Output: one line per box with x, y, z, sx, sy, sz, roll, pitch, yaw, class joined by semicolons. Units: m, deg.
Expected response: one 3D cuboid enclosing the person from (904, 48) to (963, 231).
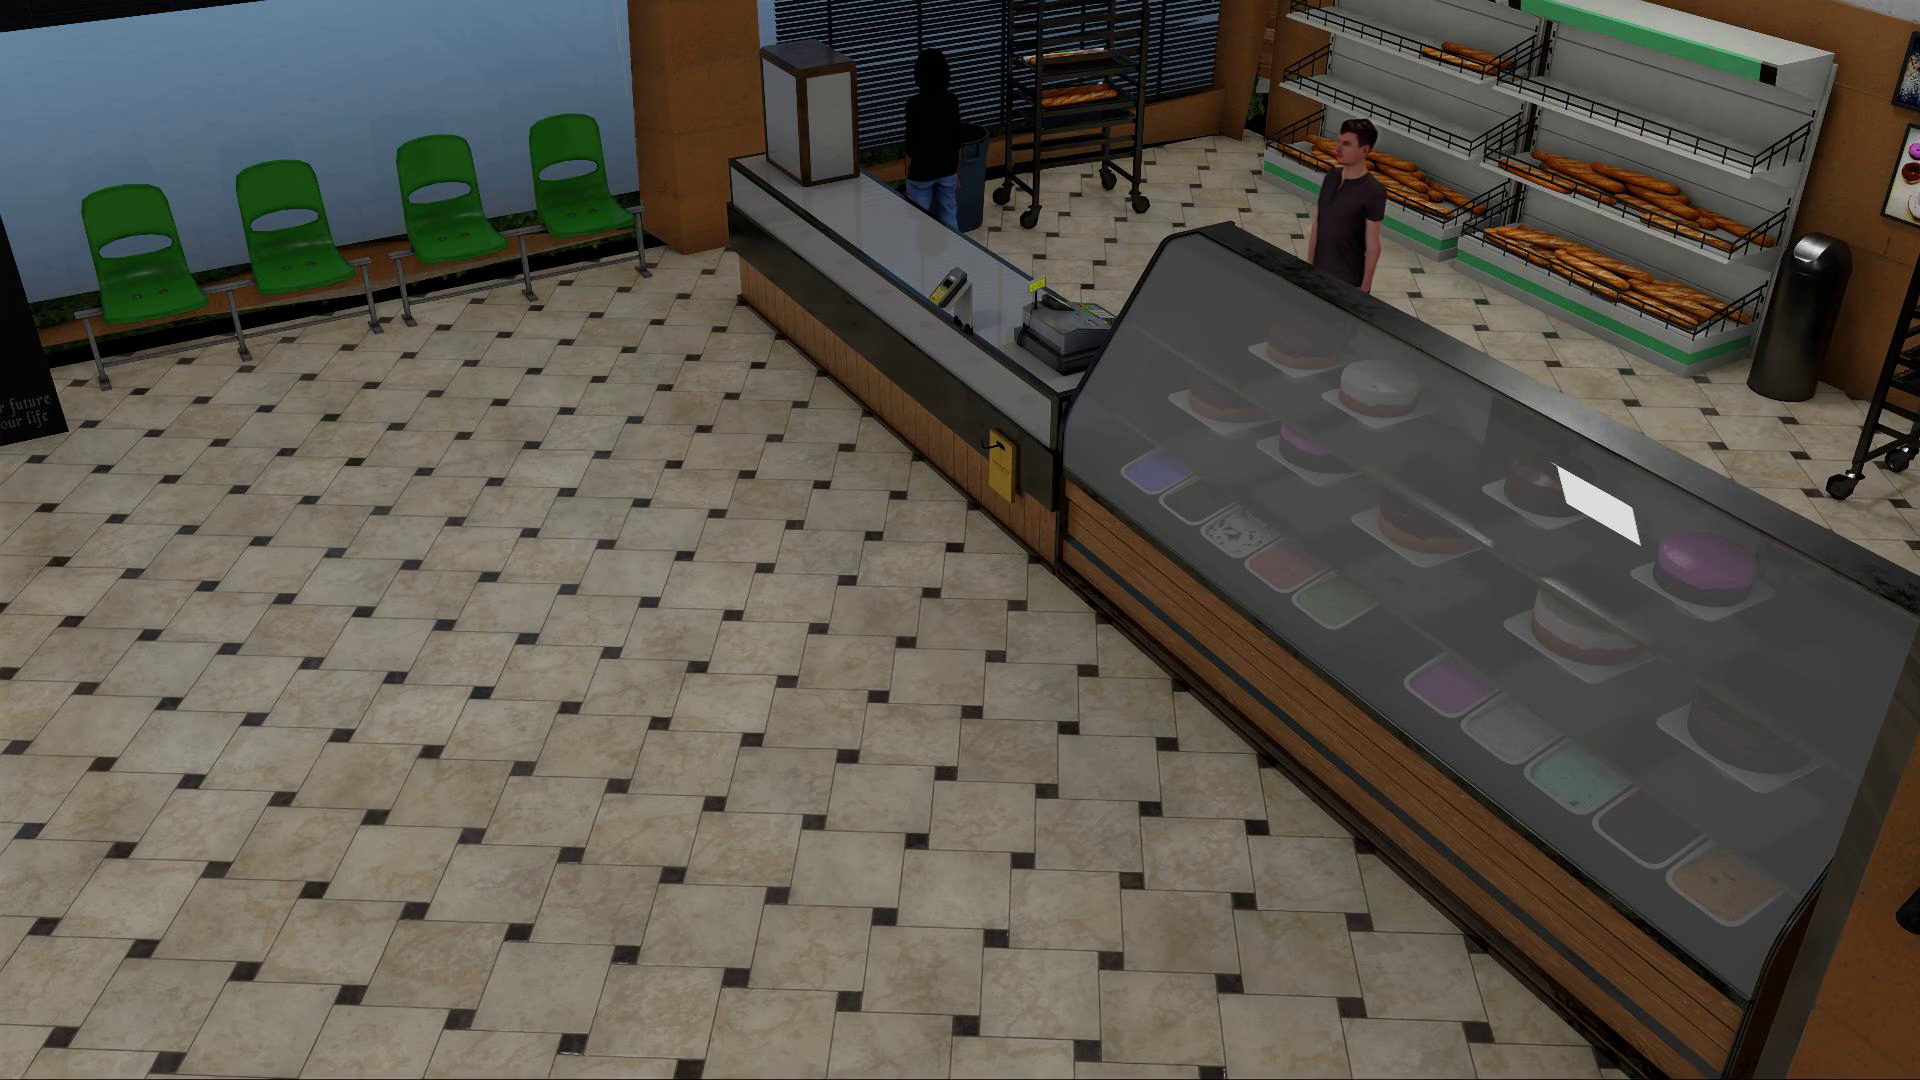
-0.181;-2.395;10.983;0.511;1.702;0.648;-12;34;-19;person

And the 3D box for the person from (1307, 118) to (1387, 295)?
2.135;-1.453;9.328;0.515;1.851;0.650;-17;36;-25;person
